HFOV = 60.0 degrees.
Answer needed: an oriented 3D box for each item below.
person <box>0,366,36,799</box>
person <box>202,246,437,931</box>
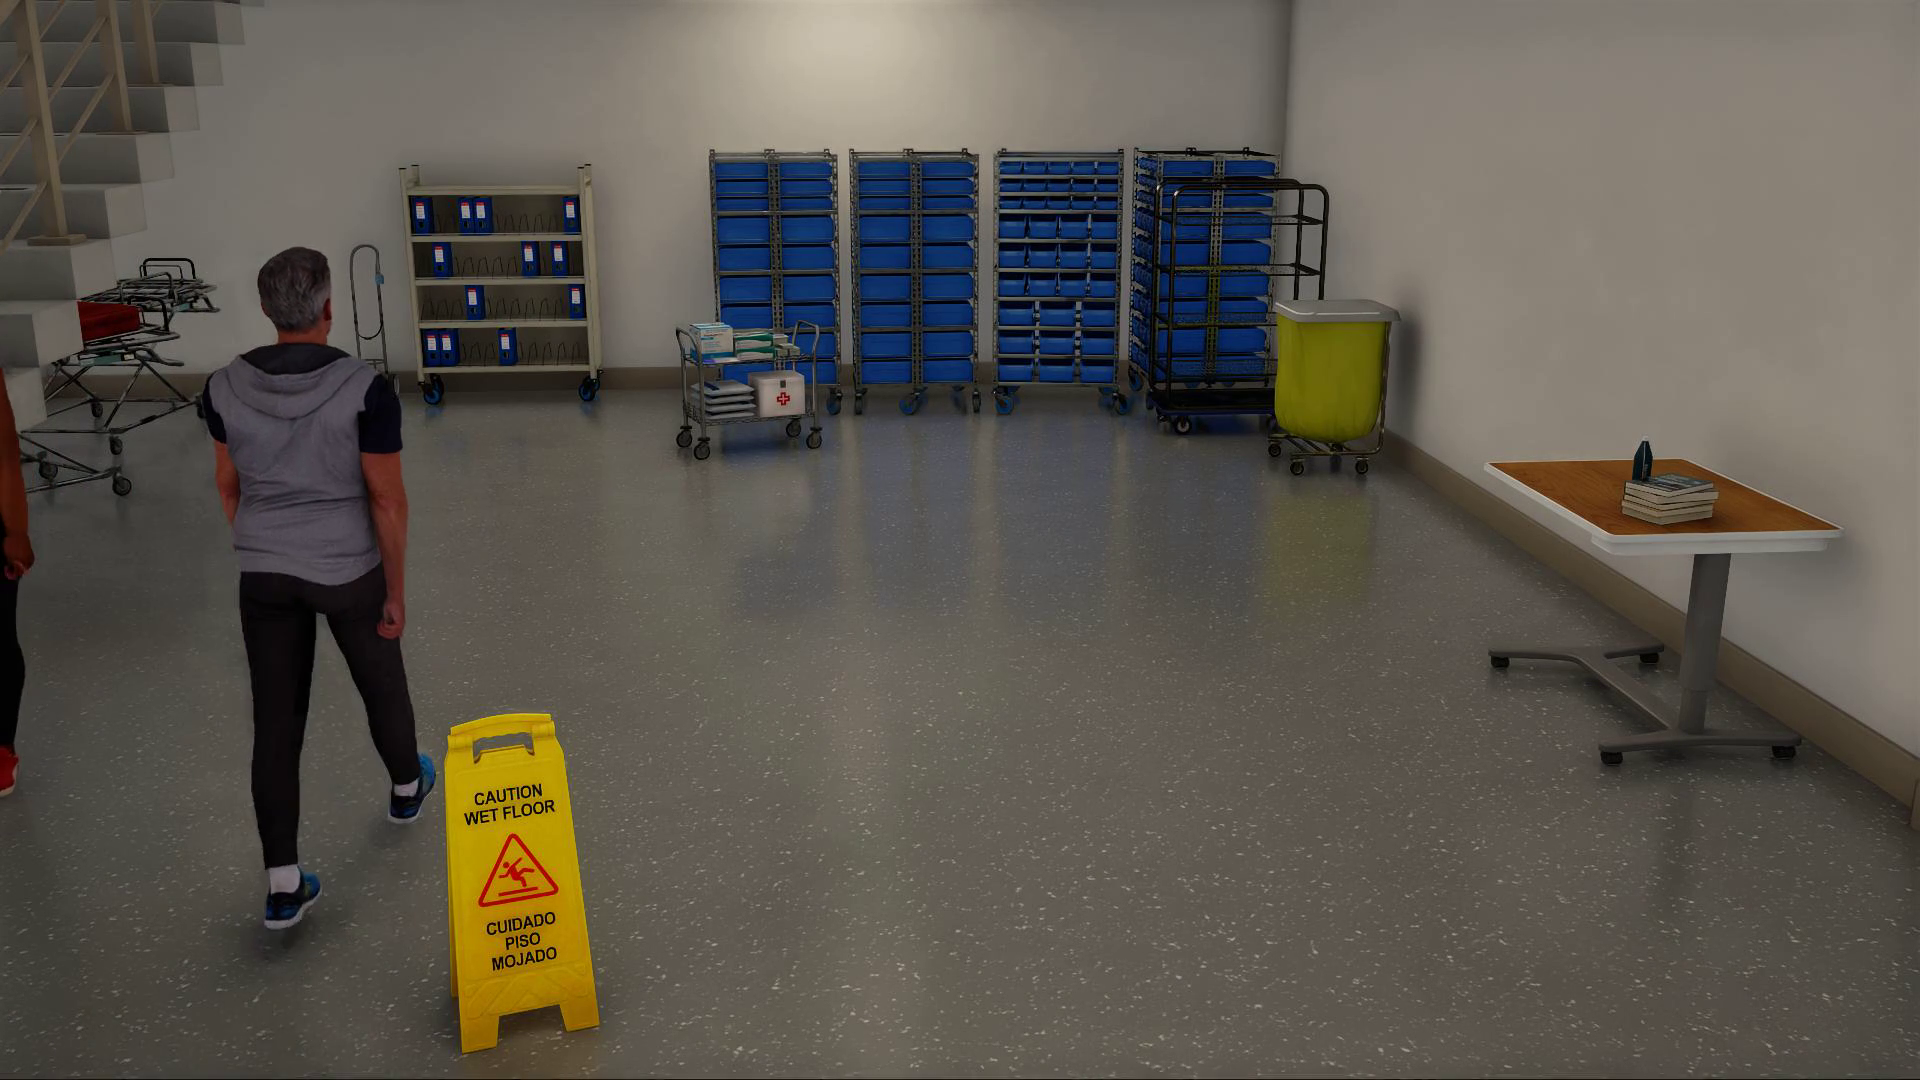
[{"bbox_3d":[-3.152,-0.036,5.180,0.797,1.790,0.953,-5,16,-16],"label":"person"},{"bbox_3d":[-1.778,0.167,4.486,0.685,1.777,1.152,-1,16,-5],"label":"person"}]
